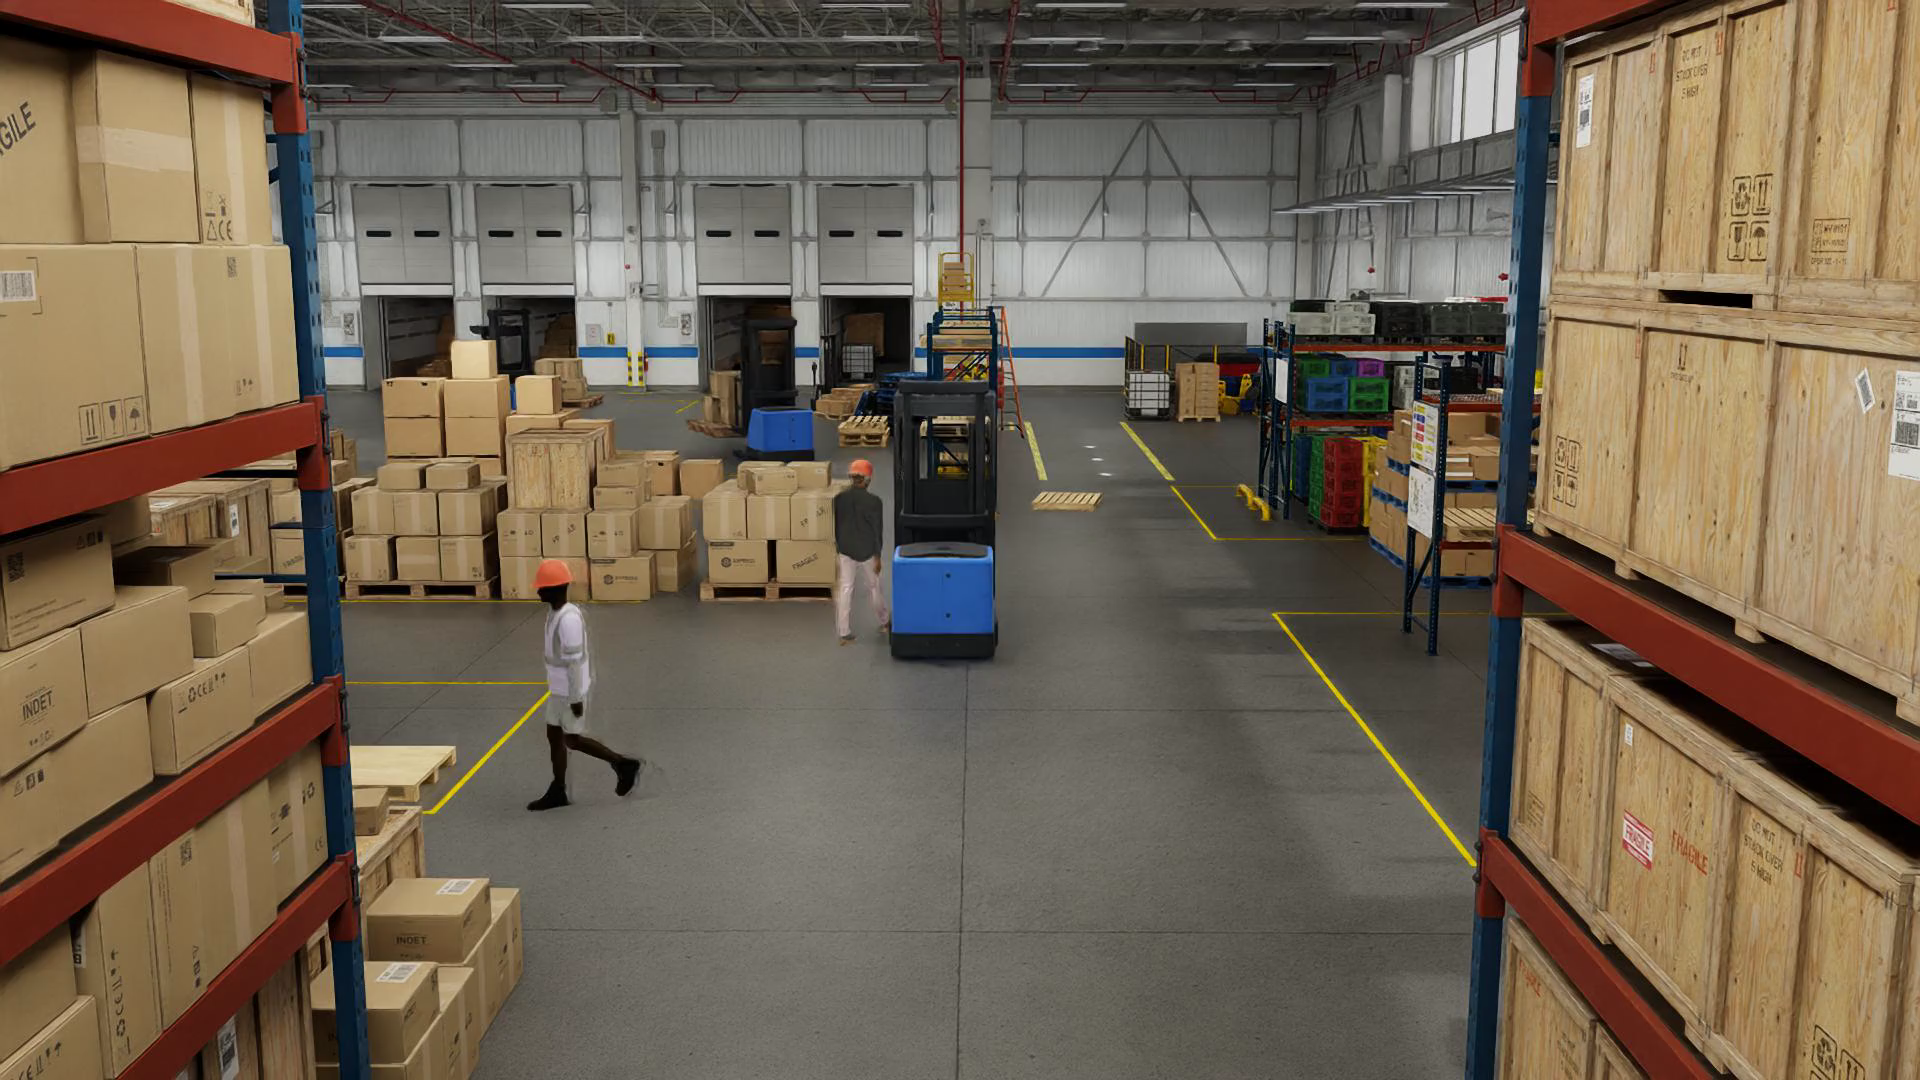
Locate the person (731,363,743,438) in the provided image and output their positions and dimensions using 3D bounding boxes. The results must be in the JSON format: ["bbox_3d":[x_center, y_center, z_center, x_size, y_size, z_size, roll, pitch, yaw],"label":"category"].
[{"bbox_3d":[-4.948,-3.099,37.000,0.498,1.685,0.547,-8,13,-40],"label":"person"}]

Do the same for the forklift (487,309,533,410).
[{"bbox_3d":[-10.359,-3.940,38.434,1.129,2.768,1.873,-8,13,-38],"label":"forklift"}]

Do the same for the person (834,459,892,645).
[{"bbox_3d":[-1.036,0.104,17.792,0.649,1.939,1.004,5,11,26],"label":"person"}]

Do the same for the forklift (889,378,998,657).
[{"bbox_3d":[-0.166,-0.303,17.448,1.129,2.768,1.873,0,10,1],"label":"forklift"}]

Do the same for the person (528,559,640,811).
[{"bbox_3d":[-2.831,1.066,12.362,0.749,1.917,0.552,-5,11,-26],"label":"person"}]

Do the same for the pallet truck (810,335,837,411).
[{"bbox_3d":[-3.021,-4.312,43.126,1.885,1.965,0.823,3,10,17],"label":"pallet truck"}]

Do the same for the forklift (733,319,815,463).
[{"bbox_3d":[-3.673,-2.954,32.743,1.129,2.768,1.873,-5,11,-25],"label":"forklift"}]
